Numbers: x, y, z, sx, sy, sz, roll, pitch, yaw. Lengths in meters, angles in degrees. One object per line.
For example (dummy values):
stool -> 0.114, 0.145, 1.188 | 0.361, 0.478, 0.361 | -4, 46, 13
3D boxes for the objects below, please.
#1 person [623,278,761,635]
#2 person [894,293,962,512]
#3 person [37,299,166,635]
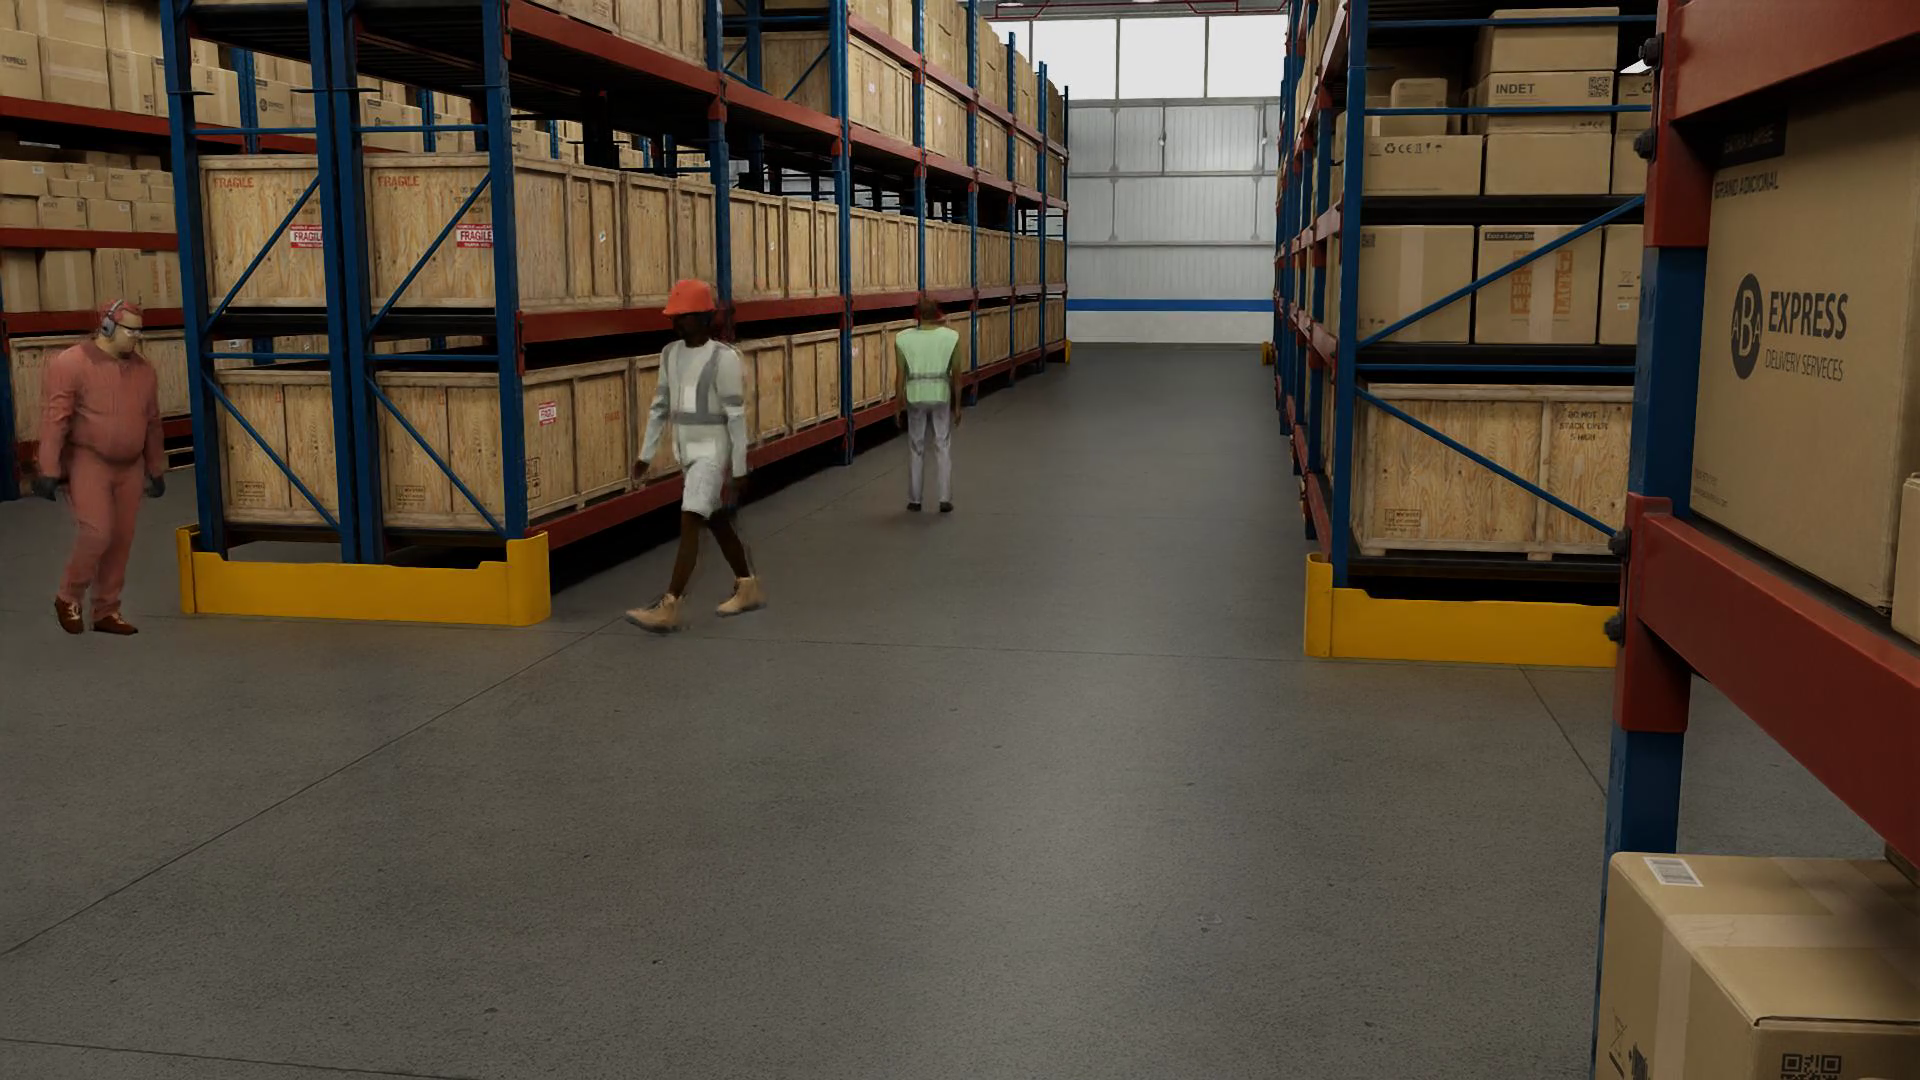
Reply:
person -> -1.508, -0.481, 9.461 | 1.070, 1.986, 0.629 | -9, 13, -44
person -> -0.264, -1.148, 14.023 | 0.570, 1.840, 0.372 | -1, 9, -6
person -> -4.747, -0.397, 9.269 | 0.417, 1.872, 0.719 | 4, 10, 24
